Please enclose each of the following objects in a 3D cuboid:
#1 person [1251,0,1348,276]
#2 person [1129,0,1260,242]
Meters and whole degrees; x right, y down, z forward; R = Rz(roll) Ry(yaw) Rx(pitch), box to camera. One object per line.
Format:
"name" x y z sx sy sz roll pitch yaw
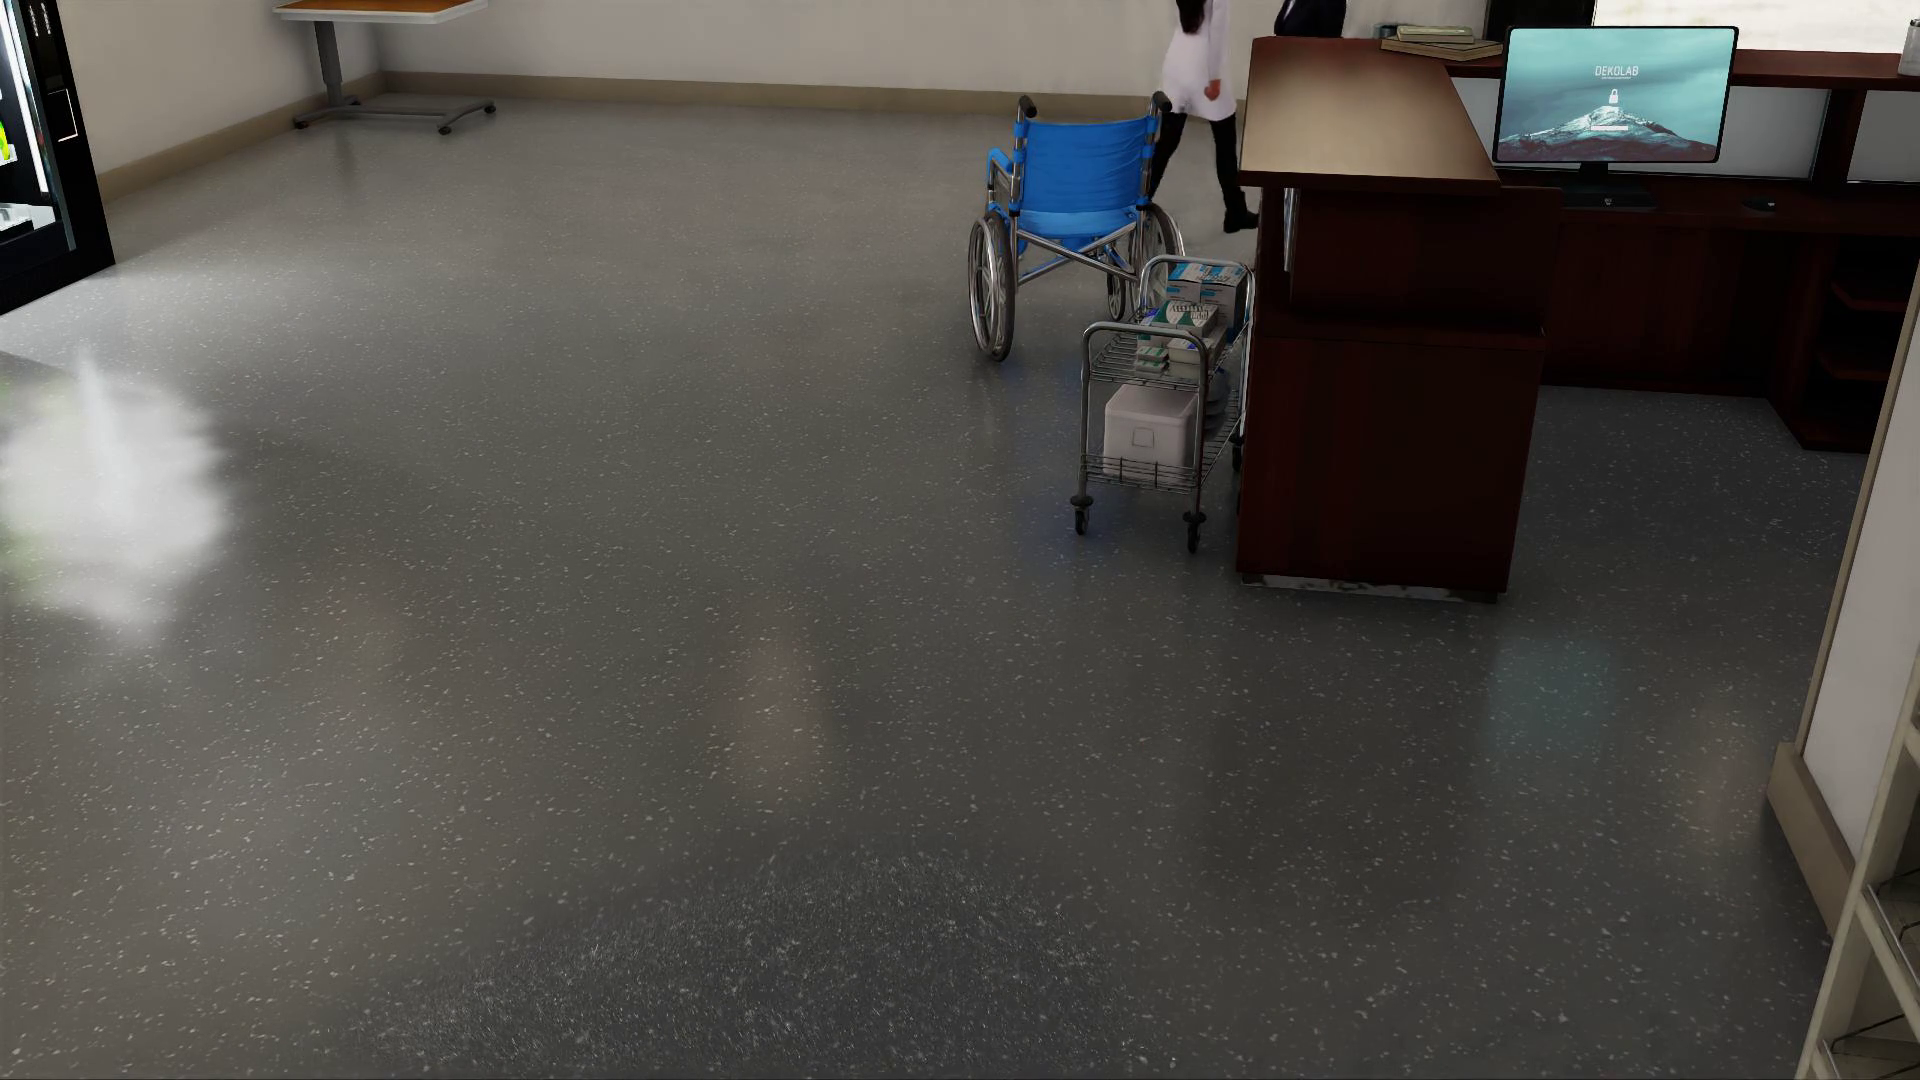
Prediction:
"person" 1.715 -2.077 7.960 0.935 1.670 0.960 -9 27 -18
"person" 1.118 -2.351 8.415 1.110 1.768 1.067 -16 30 -30
